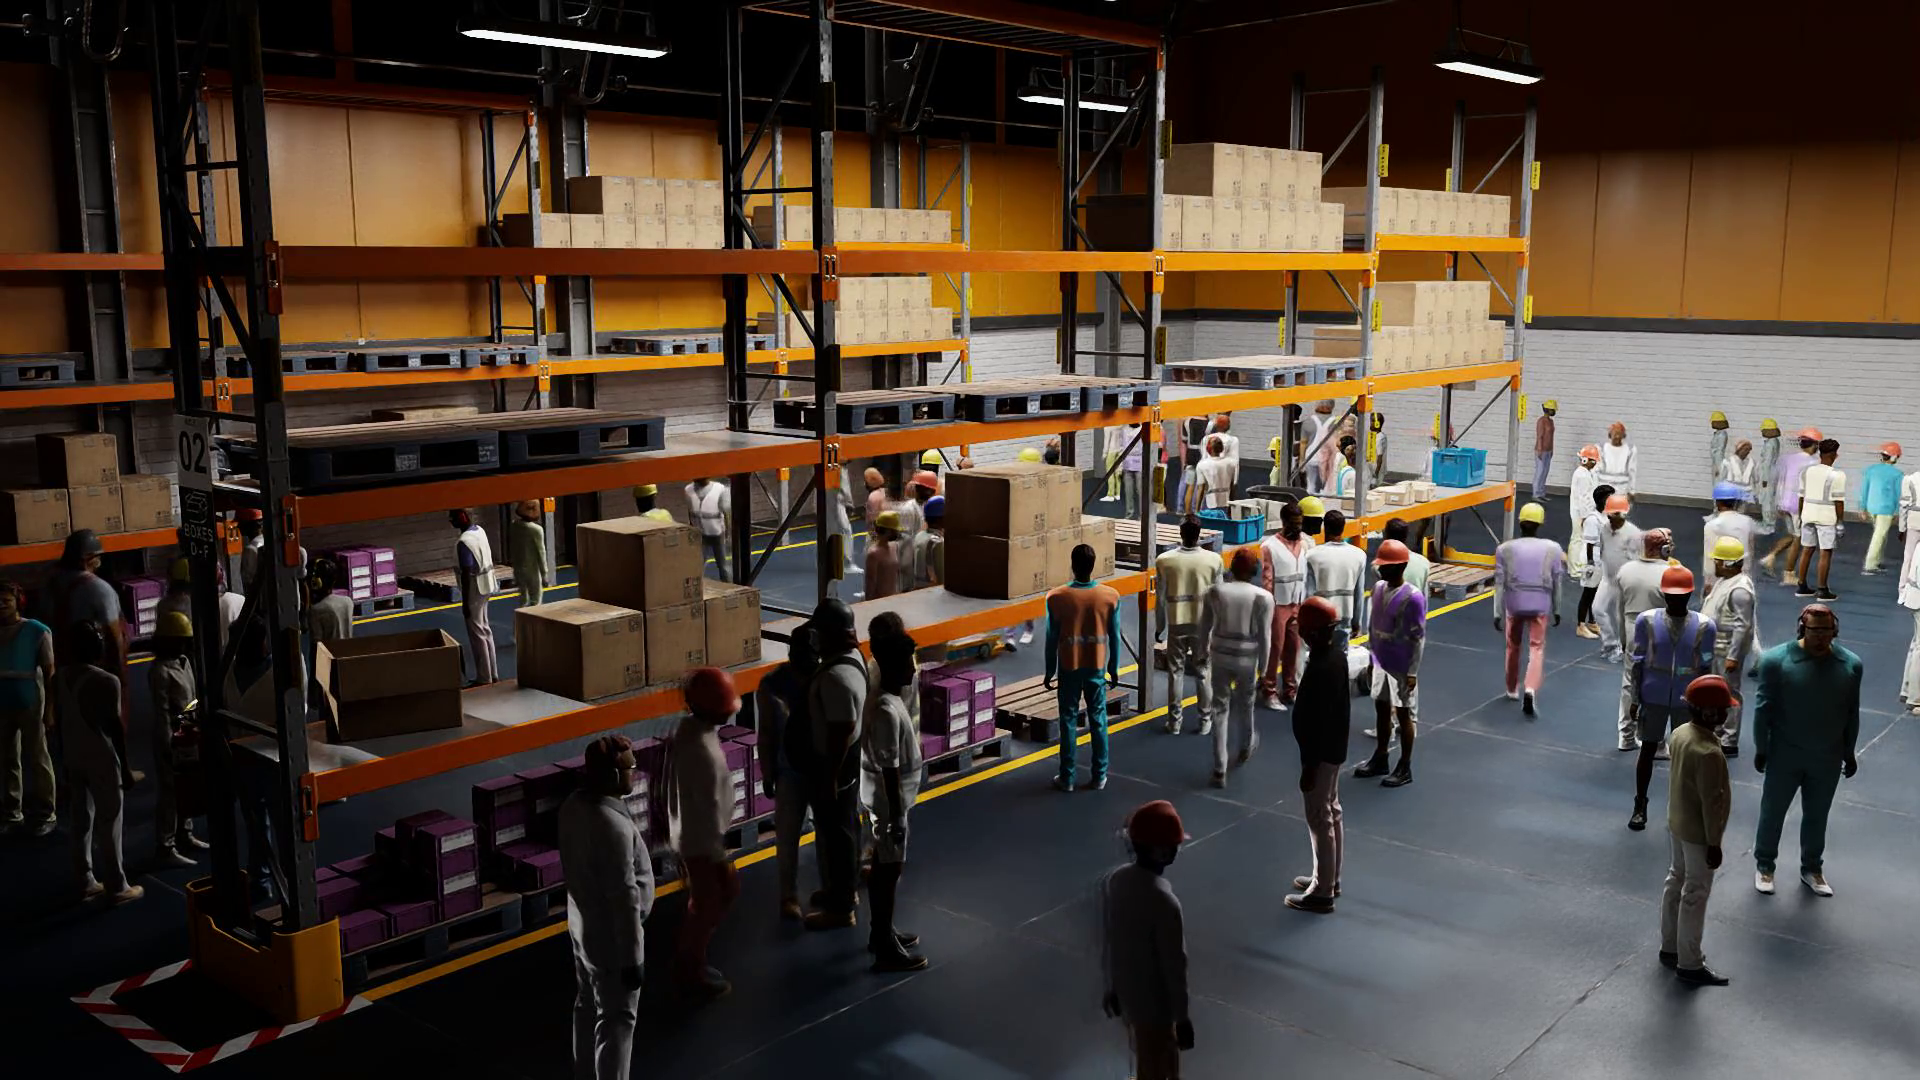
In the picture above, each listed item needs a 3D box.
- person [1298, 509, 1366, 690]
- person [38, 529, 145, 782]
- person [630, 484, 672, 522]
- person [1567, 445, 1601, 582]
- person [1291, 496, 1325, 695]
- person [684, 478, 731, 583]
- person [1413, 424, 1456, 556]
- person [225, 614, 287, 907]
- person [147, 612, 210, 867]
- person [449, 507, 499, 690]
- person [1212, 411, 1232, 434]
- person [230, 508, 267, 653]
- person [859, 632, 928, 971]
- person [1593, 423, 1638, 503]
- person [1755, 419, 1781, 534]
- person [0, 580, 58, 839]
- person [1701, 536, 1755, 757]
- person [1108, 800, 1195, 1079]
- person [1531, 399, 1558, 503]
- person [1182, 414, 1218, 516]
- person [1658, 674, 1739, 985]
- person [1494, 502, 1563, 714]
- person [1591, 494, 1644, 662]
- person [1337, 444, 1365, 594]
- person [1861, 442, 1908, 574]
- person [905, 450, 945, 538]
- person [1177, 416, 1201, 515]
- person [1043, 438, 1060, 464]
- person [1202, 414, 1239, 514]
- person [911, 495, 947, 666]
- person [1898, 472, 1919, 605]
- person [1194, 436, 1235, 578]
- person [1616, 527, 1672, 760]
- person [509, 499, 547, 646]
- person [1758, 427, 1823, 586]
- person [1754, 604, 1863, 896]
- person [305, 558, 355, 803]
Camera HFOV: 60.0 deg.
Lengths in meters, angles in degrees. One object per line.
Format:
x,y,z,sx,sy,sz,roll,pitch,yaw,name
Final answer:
3.262,0.686,14.592,0.599,1.909,0.401,-3,10,-16,person
-6.697,0.907,12.870,0.695,2.000,0.538,3,10,20,person
-3.149,0.326,16.734,0.474,1.911,0.596,3,10,16,person
7.943,-0.336,21.169,0.338,1.743,0.560,2,10,14,person
3.185,0.552,15.327,0.362,1.928,0.587,2,10,13,person
-2.884,-0.023,19.159,0.682,1.783,0.960,3,10,15,person
6.484,-0.626,22.422,0.779,1.902,0.553,5,11,27,person
-4.354,1.385,10.399,0.587,1.914,0.390,4,10,22,person
-5.271,1.336,11.226,0.330,1.735,0.489,-1,10,-4,person
-4.623,0.523,15.813,0.417,1.828,0.561,0,10,-1,person
4.046,-1.240,25.860,0.407,1.986,0.616,0,10,2,person
-6.350,0.599,15.055,0.387,1.929,0.543,0,10,0,person
-0.395,1.489,9.618,0.367,1.965,0.607,-1,10,-8,person
9.015,-0.676,22.930,0.584,1.832,0.984,3,10,18,person
12.065,-0.949,24.869,0.321,1.737,0.483,7,12,36,person
-6.665,1.187,11.767,0.569,1.849,0.384,1,10,5,person
6.299,0.876,13.684,0.404,1.829,0.591,2,10,13,person
0.783,1.992,7.328,0.740,1.727,0.565,-2,10,-14,person
9.909,-1.506,28.132,0.341,1.758,0.530,9,13,42,person
3.687,-1.195,25.456,0.619,2.028,0.409,6,11,31,person
4.202,1.622,9.446,0.321,1.755,0.563,1,10,3,person
5.152,0.602,15.109,0.595,1.895,0.897,3,10,17,person
6.658,0.390,16.872,0.417,1.724,0.582,-4,10,-24,person
4.784,-0.260,20.418,0.350,1.846,0.506,-1,10,-5,person
12.081,-0.408,21.640,0.669,1.727,0.562,-2,10,-12,person
-0.336,-0.071,19.073,0.593,1.917,0.385,1,10,6,person
3.718,-1.363,26.565,0.394,1.994,0.620,-5,11,-27,person
1.271,-0.608,23.118,0.315,1.636,0.514,2,10,12,person
3.764,-0.903,24.196,0.587,1.867,0.585,6,11,31,person
-0.229,0.561,15.204,0.389,1.949,0.603,-5,11,-26,person
11.404,-0.161,19.628,0.585,1.918,0.409,5,11,26,person
3.271,-0.412,21.325,0.571,1.843,0.373,-4,10,-25,person
5.690,0.843,13.651,0.411,1.908,0.643,-5,11,-28,person
-4.530,0.342,17.501,0.506,1.622,0.290,7,12,35,person
10.479,-0.406,20.792,0.609,2.011,0.642,-1,10,-4,person
5.433,1.343,10.667,0.644,1.907,0.399,1,10,8,person
-4.740,1.053,12.542,0.326,1.862,0.510,3,10,16,person
